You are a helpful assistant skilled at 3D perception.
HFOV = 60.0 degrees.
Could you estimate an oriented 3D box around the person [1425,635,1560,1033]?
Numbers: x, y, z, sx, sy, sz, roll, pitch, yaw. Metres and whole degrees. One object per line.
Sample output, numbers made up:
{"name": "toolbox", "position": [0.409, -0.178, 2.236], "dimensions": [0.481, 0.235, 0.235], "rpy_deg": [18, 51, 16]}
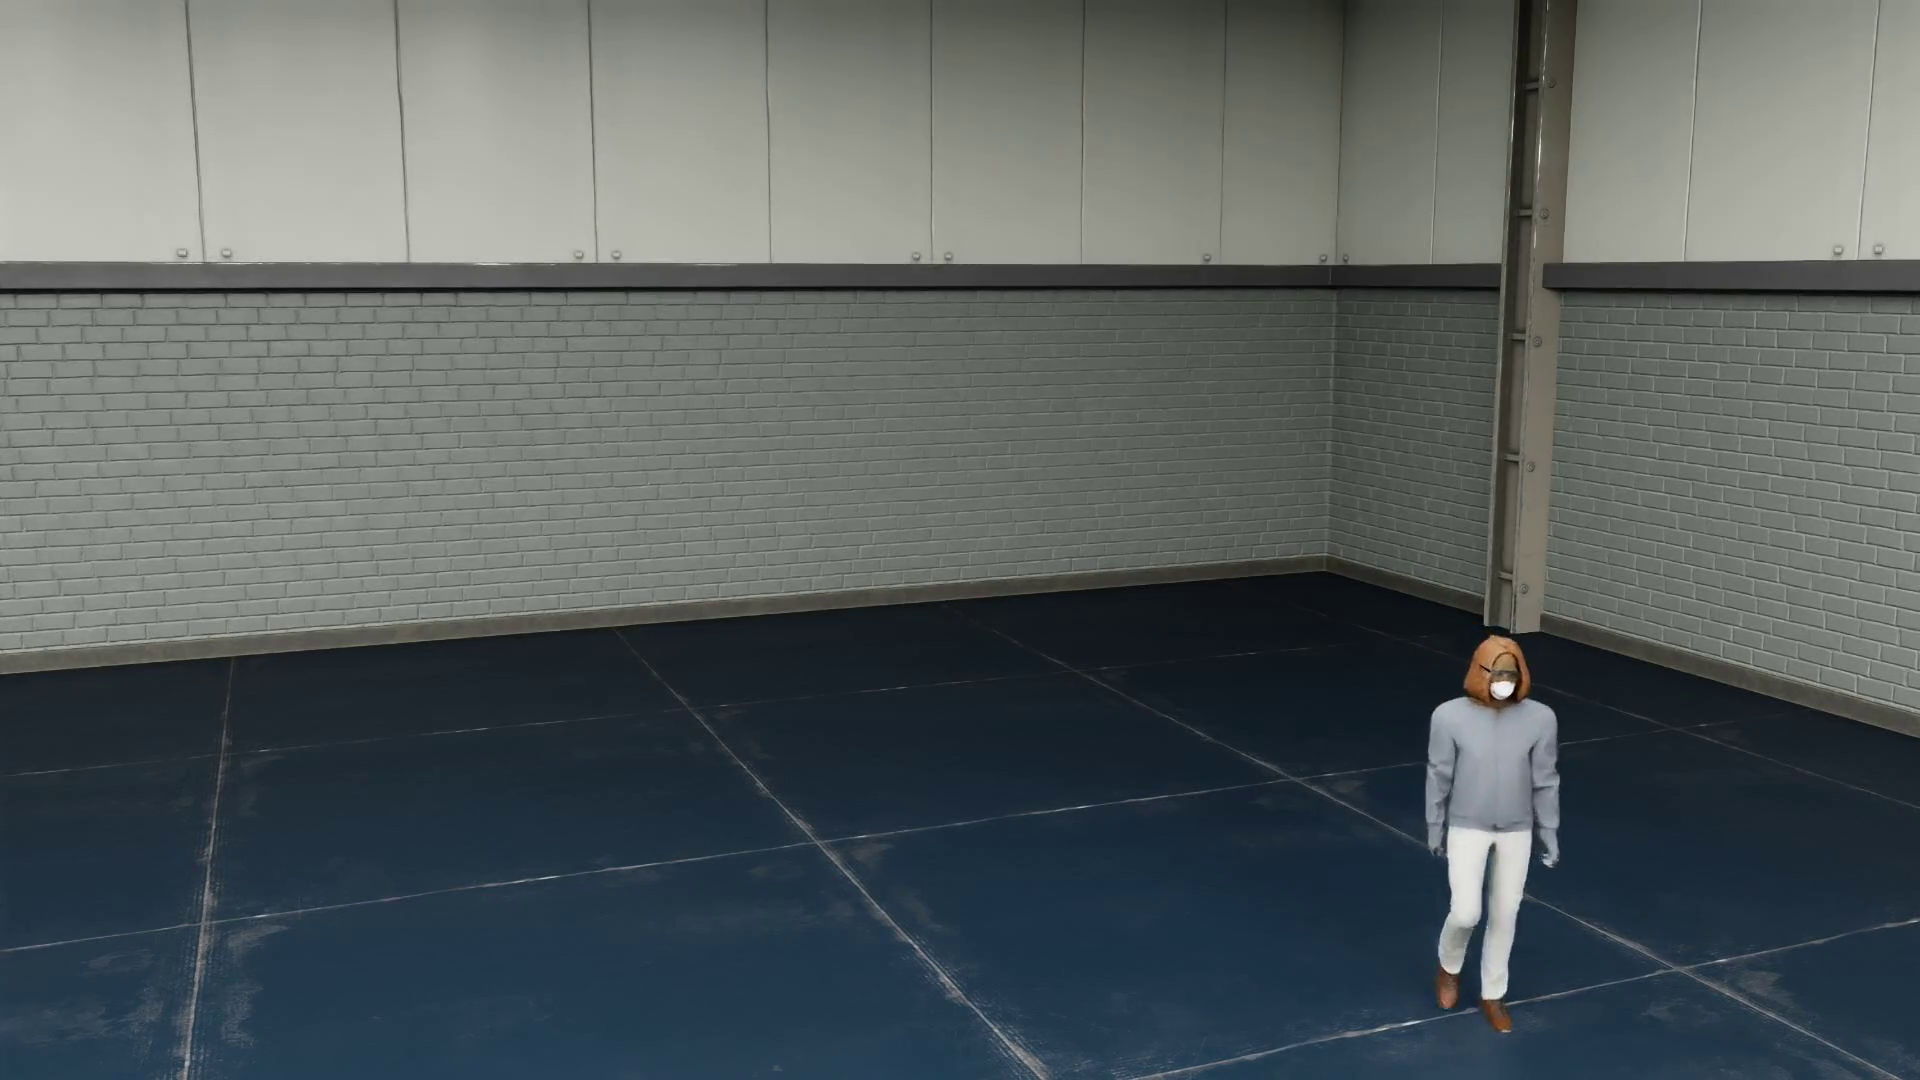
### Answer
{"name": "person", "position": [2.129, 1.177, 6.652], "dimensions": [0.507, 1.621, 0.342], "rpy_deg": [0, 9, 1]}
